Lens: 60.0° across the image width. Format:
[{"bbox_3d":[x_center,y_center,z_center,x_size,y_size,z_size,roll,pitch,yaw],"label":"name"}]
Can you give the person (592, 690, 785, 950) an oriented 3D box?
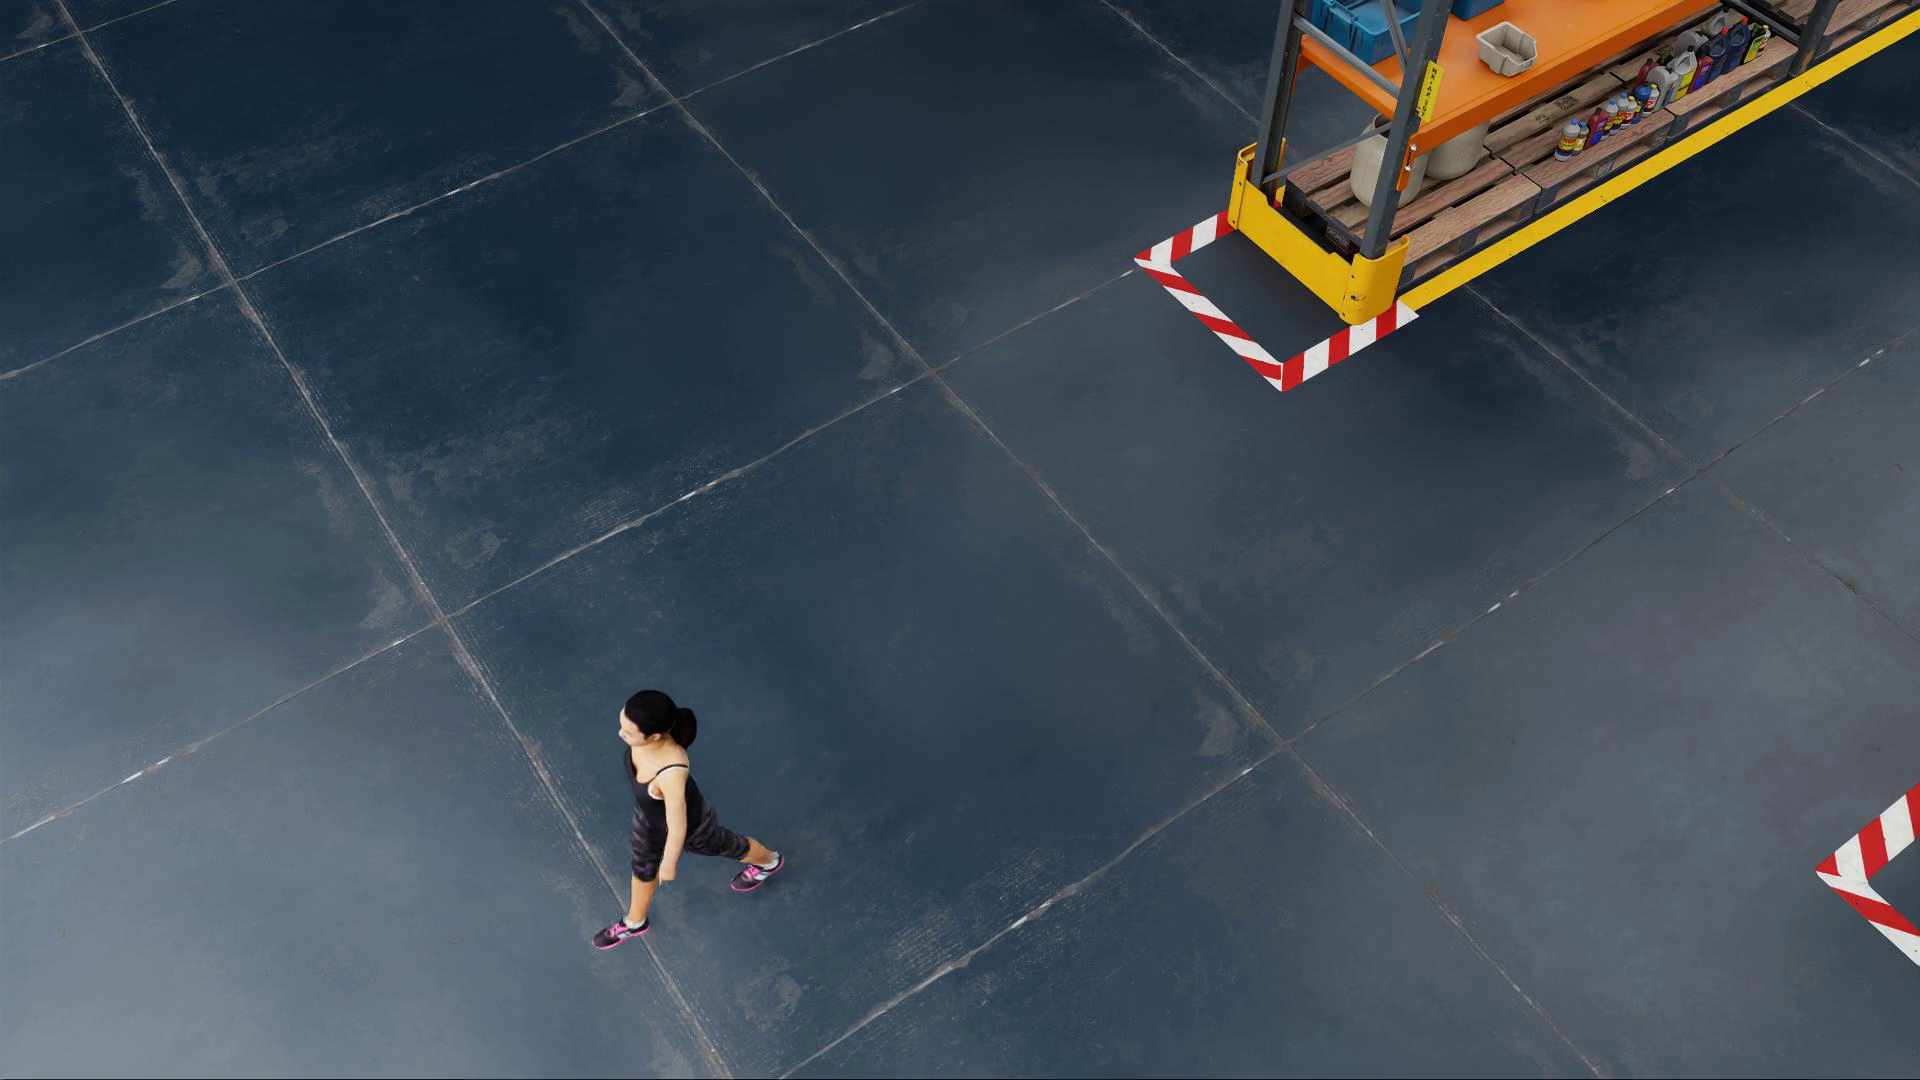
[{"bbox_3d":[-1.060,1.105,6.810,1.149,1.679,0.663,-23,56,-17],"label":"person"}]
